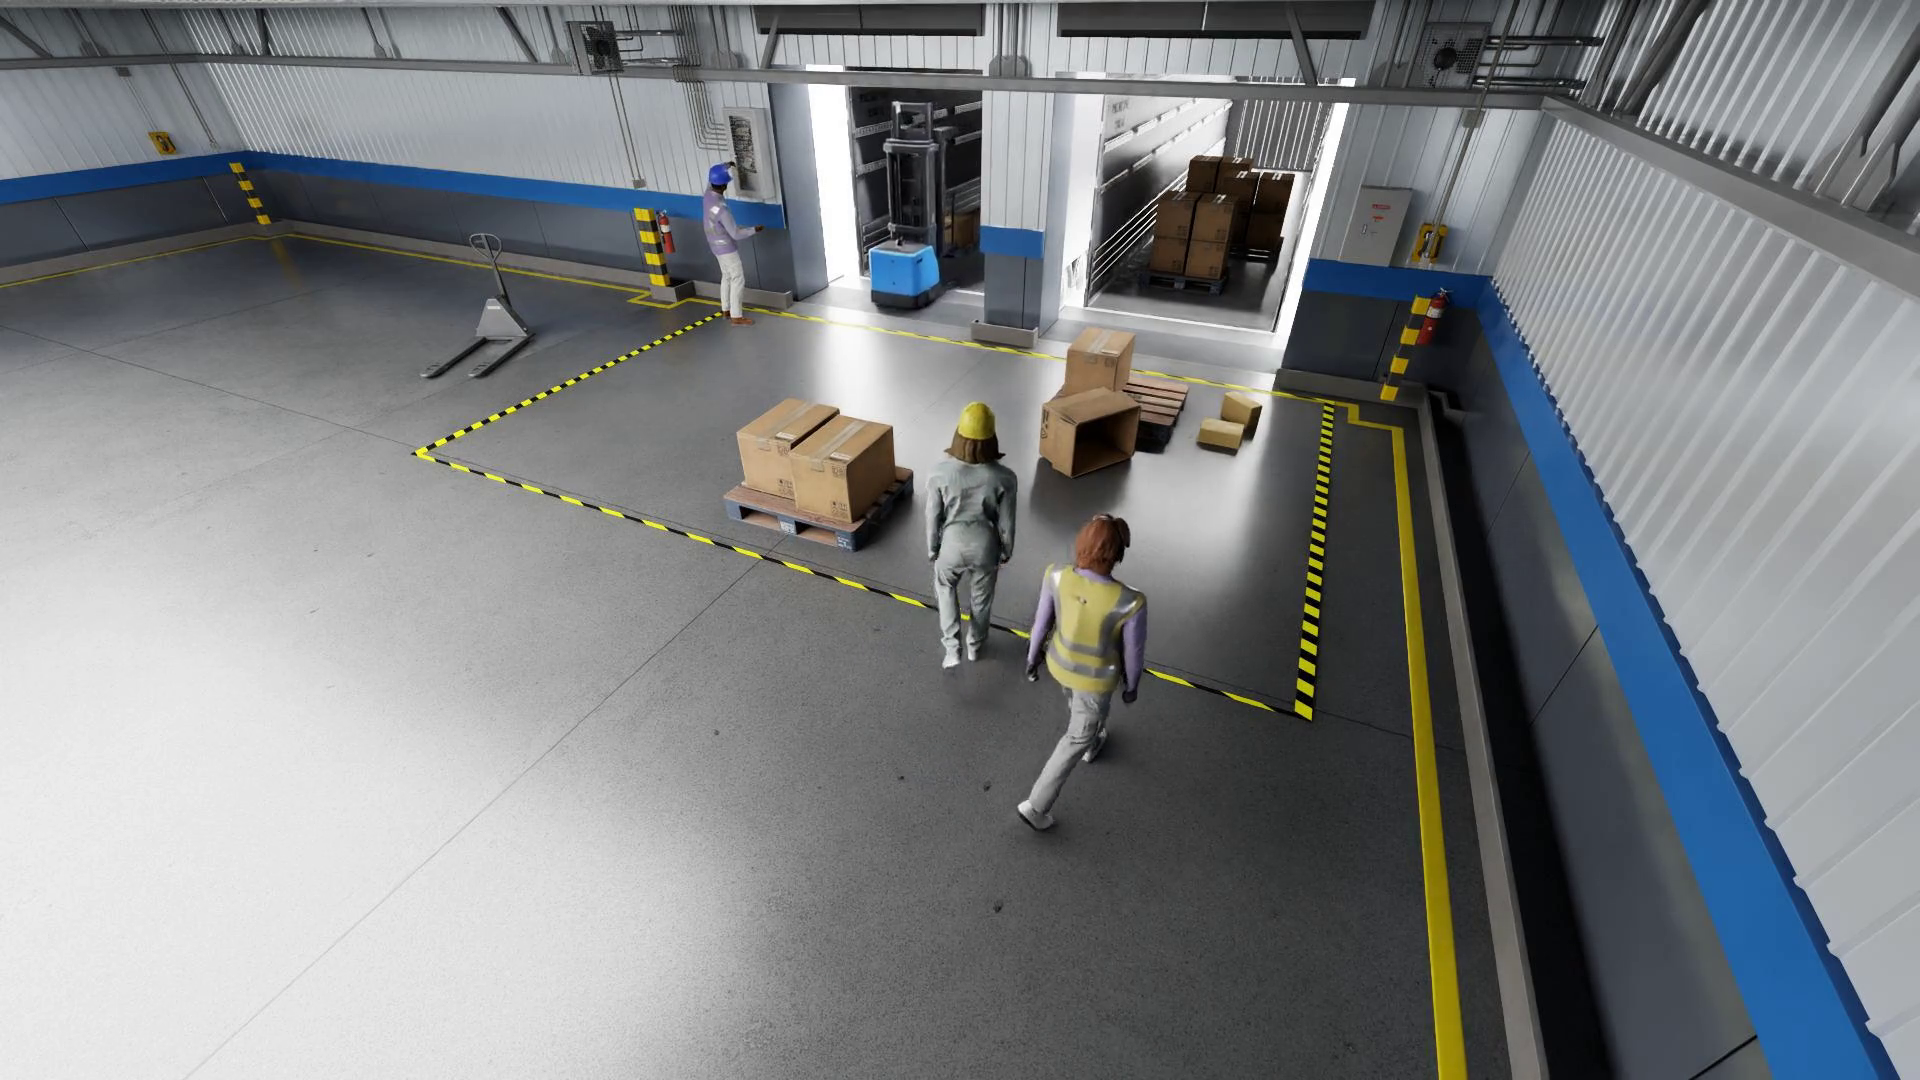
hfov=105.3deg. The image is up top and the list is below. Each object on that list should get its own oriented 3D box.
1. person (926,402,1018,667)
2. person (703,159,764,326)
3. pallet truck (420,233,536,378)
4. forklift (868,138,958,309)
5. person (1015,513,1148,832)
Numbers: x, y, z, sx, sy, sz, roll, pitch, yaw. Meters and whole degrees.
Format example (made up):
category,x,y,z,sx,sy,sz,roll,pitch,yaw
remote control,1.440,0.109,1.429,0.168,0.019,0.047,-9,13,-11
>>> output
category,x,y,z,sx,sy,sz,roll,pitch,yaw
person,0.059,0.058,4.107,0.500,1.728,0.521,0,35,0
person,-2.876,-3.799,9.386,0.759,1.901,0.995,-20,40,-26
pallet truck,-5.664,-2.712,8.427,0.680,1.201,1.601,0,35,-1
forklift,-0.744,-4.243,9.884,0.716,2.013,0.776,15,38,20
person,0.547,0.635,3.421,0.529,1.592,0.845,25,43,31
